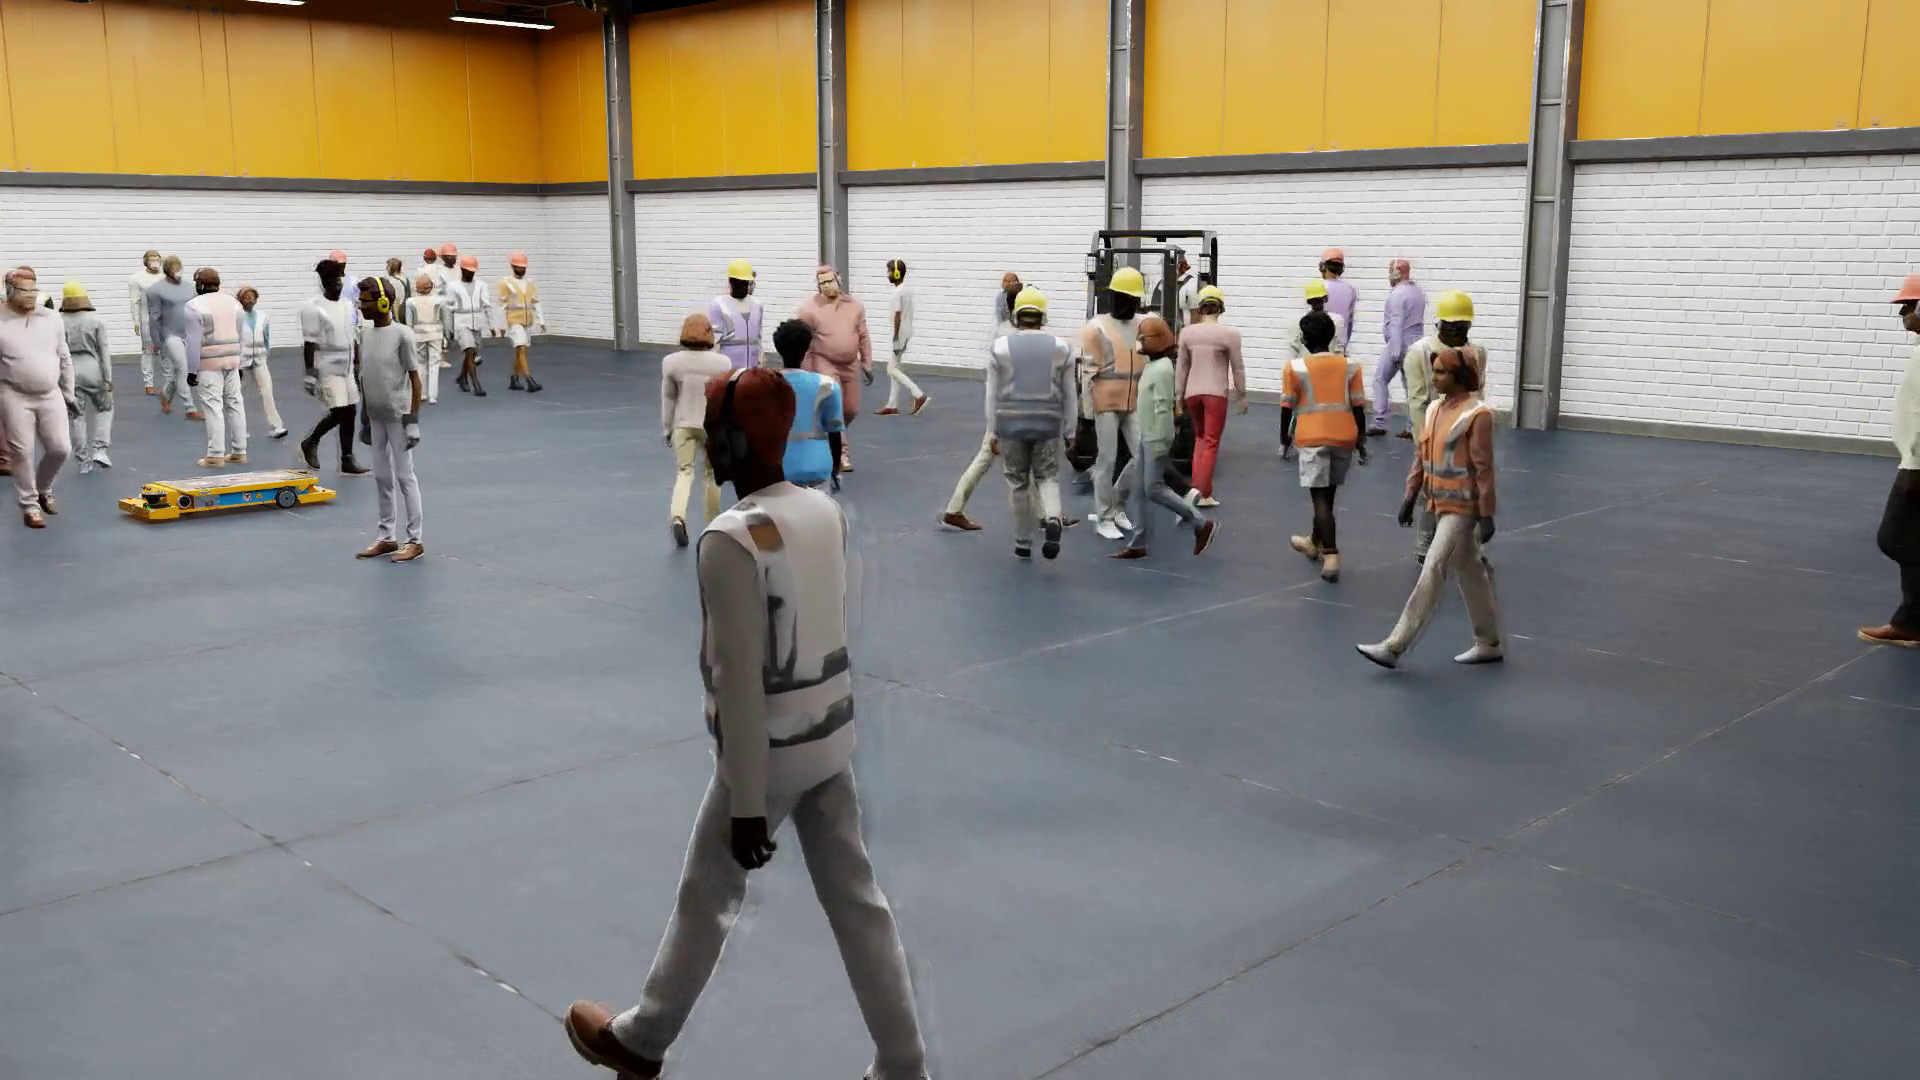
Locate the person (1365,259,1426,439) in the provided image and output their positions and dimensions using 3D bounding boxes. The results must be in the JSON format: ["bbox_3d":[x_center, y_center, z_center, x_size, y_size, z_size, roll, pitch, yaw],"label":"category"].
[{"bbox_3d":[4.584,-2.009,17.552,0.645,1.875,0.773,-10,14,-42],"label":"person"}]

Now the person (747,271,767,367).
[{"bbox_3d":[-1.981,-1.638,15.681,0.779,1.810,0.586,4,11,21],"label":"person"}]

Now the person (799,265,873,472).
[{"bbox_3d":[-1.134,-1.585,15.266,0.667,1.868,0.798,-5,12,-26],"label":"person"}]

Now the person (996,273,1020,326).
[{"bbox_3d":[0.754,-2.923,23.276,0.522,1.605,0.732,-9,14,-40],"label":"person"}]

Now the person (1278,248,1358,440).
[{"bbox_3d":[3.690,-1.992,17.130,0.638,1.995,0.964,-5,12,-27],"label":"person"}]

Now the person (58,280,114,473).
[{"bbox_3d":[-7.902,-1.466,14.997,0.498,1.726,0.401,-2,11,-12],"label":"person"}]

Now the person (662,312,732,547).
[{"bbox_3d":[-1.824,-0.762,11.489,0.504,1.610,0.735,1,10,4],"label":"person"}]

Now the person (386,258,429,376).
[{"bbox_3d":[-8.428,-3.342,25.069,0.986,1.795,0.531,3,11,17],"label":"person"}]

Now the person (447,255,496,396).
[{"bbox_3d":[-6.627,-2.890,22.366,0.555,1.886,0.988,-8,13,-37],"label":"person"}]

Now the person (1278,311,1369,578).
[{"bbox_3d":[2.296,-0.613,10.520,0.560,1.642,0.896,-2,11,-13],"label":"person"}]

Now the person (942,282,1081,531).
[{"bbox_3d":[0.340,-0.942,11.948,1.012,1.806,0.527,1,10,5],"label":"person"}]

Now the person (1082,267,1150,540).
[{"bbox_3d":[1.123,-0.948,11.663,0.620,1.906,0.425,-6,12,-30],"label":"person"}]

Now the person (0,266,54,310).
[{"bbox_3d":[-10.485,-2.174,18.707,0.638,1.798,0.984,-2,11,-13],"label":"person"}]

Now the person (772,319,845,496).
[{"bbox_3d":[-0.896,-0.357,9.077,0.548,1.684,0.470,-1,10,-6],"label":"person"}]

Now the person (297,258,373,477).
[{"bbox_3d":[-5.536,-1.497,14.590,0.535,1.938,0.690,3,11,16],"label":"person"}]

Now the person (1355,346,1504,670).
[{"bbox_3d":[2.342,-0.147,8.147,0.864,1.587,0.545,-2,11,-11],"label":"person"}]

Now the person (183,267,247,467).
[{"bbox_3d":[-6.896,-1.593,15.378,0.430,1.844,0.624,5,11,24],"label":"person"}]

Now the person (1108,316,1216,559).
[{"bbox_3d":[1.327,-0.651,10.869,0.626,1.619,0.509,-1,10,-3],"label":"person"}]

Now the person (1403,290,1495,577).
[{"bbox_3d":[3.038,-0.644,10.338,0.580,1.795,0.691,-2,11,-12],"label":"person"}]

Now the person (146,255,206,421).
[{"bbox_3d":[-9.114,-2.348,19.304,0.845,1.918,0.637,6,12,30],"label":"person"}]

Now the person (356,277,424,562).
[{"bbox_3d":[-3.748,-0.783,10.903,0.520,1.863,0.335,6,12,30],"label":"person"}]

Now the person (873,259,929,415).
[{"bbox_3d":[-0.703,-2.377,19.631,0.680,1.853,0.524,3,11,14],"label":"person"}]

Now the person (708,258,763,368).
[{"bbox_3d":[-1.997,-1.585,15.101,0.594,1.922,0.385,-10,14,-44],"label":"person"}]

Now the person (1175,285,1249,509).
[{"bbox_3d":[1.981,-1.122,13.086,0.549,1.738,0.544,8,13,38],"label":"person"}]

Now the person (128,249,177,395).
[{"bbox_3d":[-10.792,-2.920,22.345,0.627,1.940,0.372,-10,14,-43],"label":"person"}]

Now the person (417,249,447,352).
[{"bbox_3d":[-9.607,-4.355,30.322,0.573,1.883,0.353,-9,13,-39],"label":"person"}]

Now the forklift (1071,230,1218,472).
[{"bbox_3d":[1.804,-1.825,15.677,1.214,2.155,2.313,2,11,13],"label":"forklift"}]

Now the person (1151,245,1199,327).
[{"bbox_3d":[2.319,-2.235,18.331,0.536,2.000,0.672,-8,13,-37],"label":"person"}]

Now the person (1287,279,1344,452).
[{"bbox_3d":[3.324,-1.588,15.651,0.536,1.740,0.706,0,10,-1],"label":"person"}]

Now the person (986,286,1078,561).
[{"bbox_3d":[0.466,-0.721,10.729,0.592,1.809,0.605,-1,10,-4],"label":"person"}]

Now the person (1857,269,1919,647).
[{"bbox_3d":[4.963,-0.390,8.480,0.594,1.973,0.653,8,13,38],"label":"person"}]

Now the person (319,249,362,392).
[{"bbox_3d":[-8.384,-2.961,22.567,0.543,1.939,0.360,-4,11,-22],"label":"person"}]

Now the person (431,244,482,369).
[{"bbox_3d":[-8.029,-3.684,26.356,1.063,1.987,0.633,9,13,39],"label":"person"}]

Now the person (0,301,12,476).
[{"bbox_3d":[-8.589,-1.473,14.534,0.410,1.913,0.643,-1,10,-3],"label":"person"}]

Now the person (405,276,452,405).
[{"bbox_3d":[-6.755,-2.547,21.187,0.521,1.613,0.724,-2,11,-10],"label":"person"}]

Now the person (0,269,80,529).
[{"bbox_3d":[-6.839,-1.034,12.199,0.470,1.884,0.673,8,13,38],"label":"person"}]

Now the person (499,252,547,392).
[{"bbox_3d":[-5.982,-2.976,22.767,0.897,1.891,0.551,8,13,38],"label":"person"}]

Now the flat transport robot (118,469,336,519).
[{"bbox_3d":[-5.715,-0.372,13.004,1.431,0.197,0.652,-10,14,-44],"label":"flat transport robot"}]

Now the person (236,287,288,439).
[{"bbox_3d":[-7.378,-1.829,17.325,0.866,1.592,0.513,9,14,41],"label":"person"}]

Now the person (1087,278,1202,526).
[{"bbox_3d":[1.343,-1.019,12.158,0.799,1.890,0.611,9,14,40],"label":"person"}]

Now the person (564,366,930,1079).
[{"bbox_3d":[-0.492,0.499,3.993,1.008,1.825,0.611,5,11,24],"label":"person"}]
